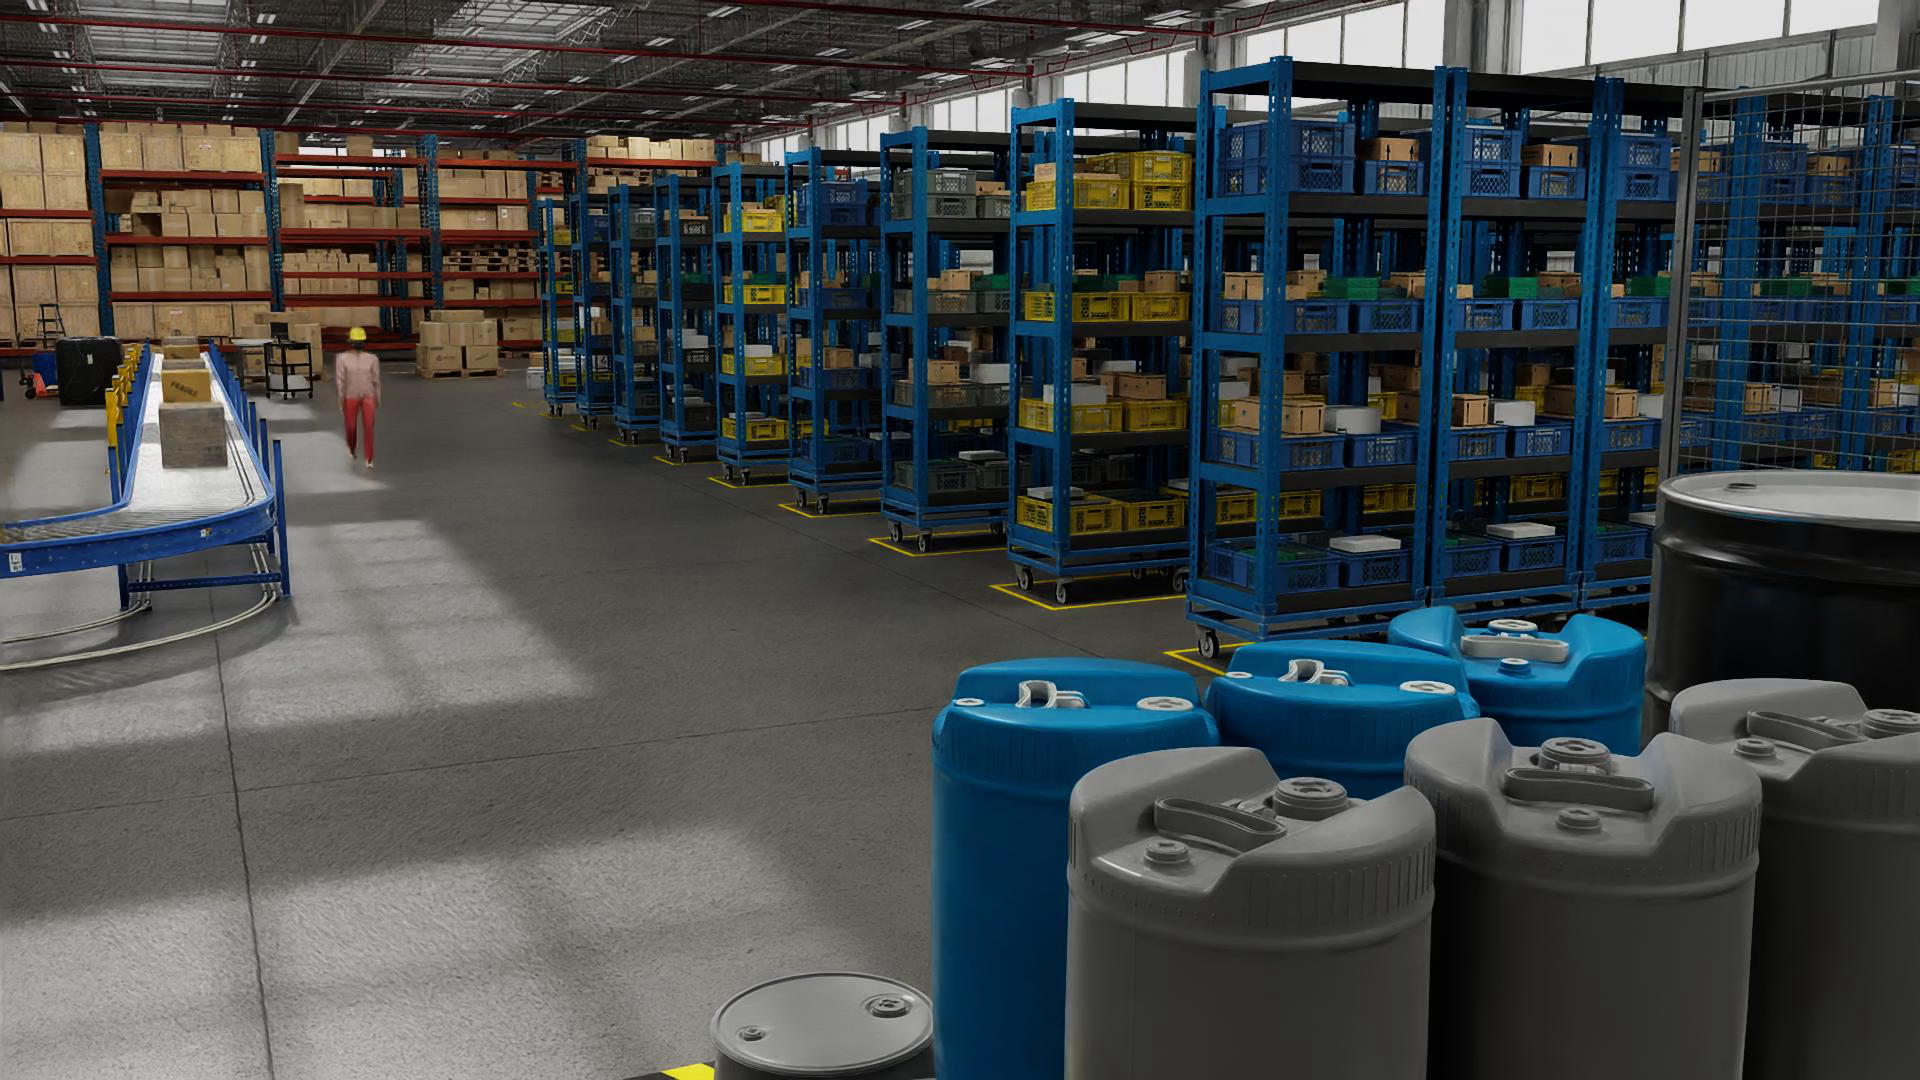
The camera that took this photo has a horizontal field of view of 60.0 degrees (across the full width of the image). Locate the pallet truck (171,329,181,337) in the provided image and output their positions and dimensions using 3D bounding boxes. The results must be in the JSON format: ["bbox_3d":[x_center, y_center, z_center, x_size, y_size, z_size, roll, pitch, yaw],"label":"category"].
[{"bbox_3d":[-17.275,-3.851,35.096,1.601,1.201,0.680,0,9,1],"label":"pallet truck"}]

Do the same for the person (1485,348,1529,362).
[{"bbox_3d":[6.065,-1.490,18.592,0.565,1.831,0.525,-3,10,-18],"label":"person"}]

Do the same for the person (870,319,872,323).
[{"bbox_3d":[-2.825,-6.864,52.192,0.341,1.742,0.560,2,9,15],"label":"person"}]

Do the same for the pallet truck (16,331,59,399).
[{"bbox_3d":[-17.082,-3.353,31.781,1.630,1.274,0.653,-4,10,-25],"label":"pallet truck"}]

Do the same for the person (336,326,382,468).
[{"bbox_3d":[-7.431,-1.776,20.577,0.538,1.753,0.558,-4,10,-24],"label":"person"}]

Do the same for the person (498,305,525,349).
[{"bbox_3d":[-13.629,-6.555,50.374,0.933,1.712,0.537,1,9,6],"label":"person"}]

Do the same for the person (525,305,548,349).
[{"bbox_3d":[-12.870,-6.797,51.215,1.033,1.937,0.645,-1,9,-9],"label":"person"}]
